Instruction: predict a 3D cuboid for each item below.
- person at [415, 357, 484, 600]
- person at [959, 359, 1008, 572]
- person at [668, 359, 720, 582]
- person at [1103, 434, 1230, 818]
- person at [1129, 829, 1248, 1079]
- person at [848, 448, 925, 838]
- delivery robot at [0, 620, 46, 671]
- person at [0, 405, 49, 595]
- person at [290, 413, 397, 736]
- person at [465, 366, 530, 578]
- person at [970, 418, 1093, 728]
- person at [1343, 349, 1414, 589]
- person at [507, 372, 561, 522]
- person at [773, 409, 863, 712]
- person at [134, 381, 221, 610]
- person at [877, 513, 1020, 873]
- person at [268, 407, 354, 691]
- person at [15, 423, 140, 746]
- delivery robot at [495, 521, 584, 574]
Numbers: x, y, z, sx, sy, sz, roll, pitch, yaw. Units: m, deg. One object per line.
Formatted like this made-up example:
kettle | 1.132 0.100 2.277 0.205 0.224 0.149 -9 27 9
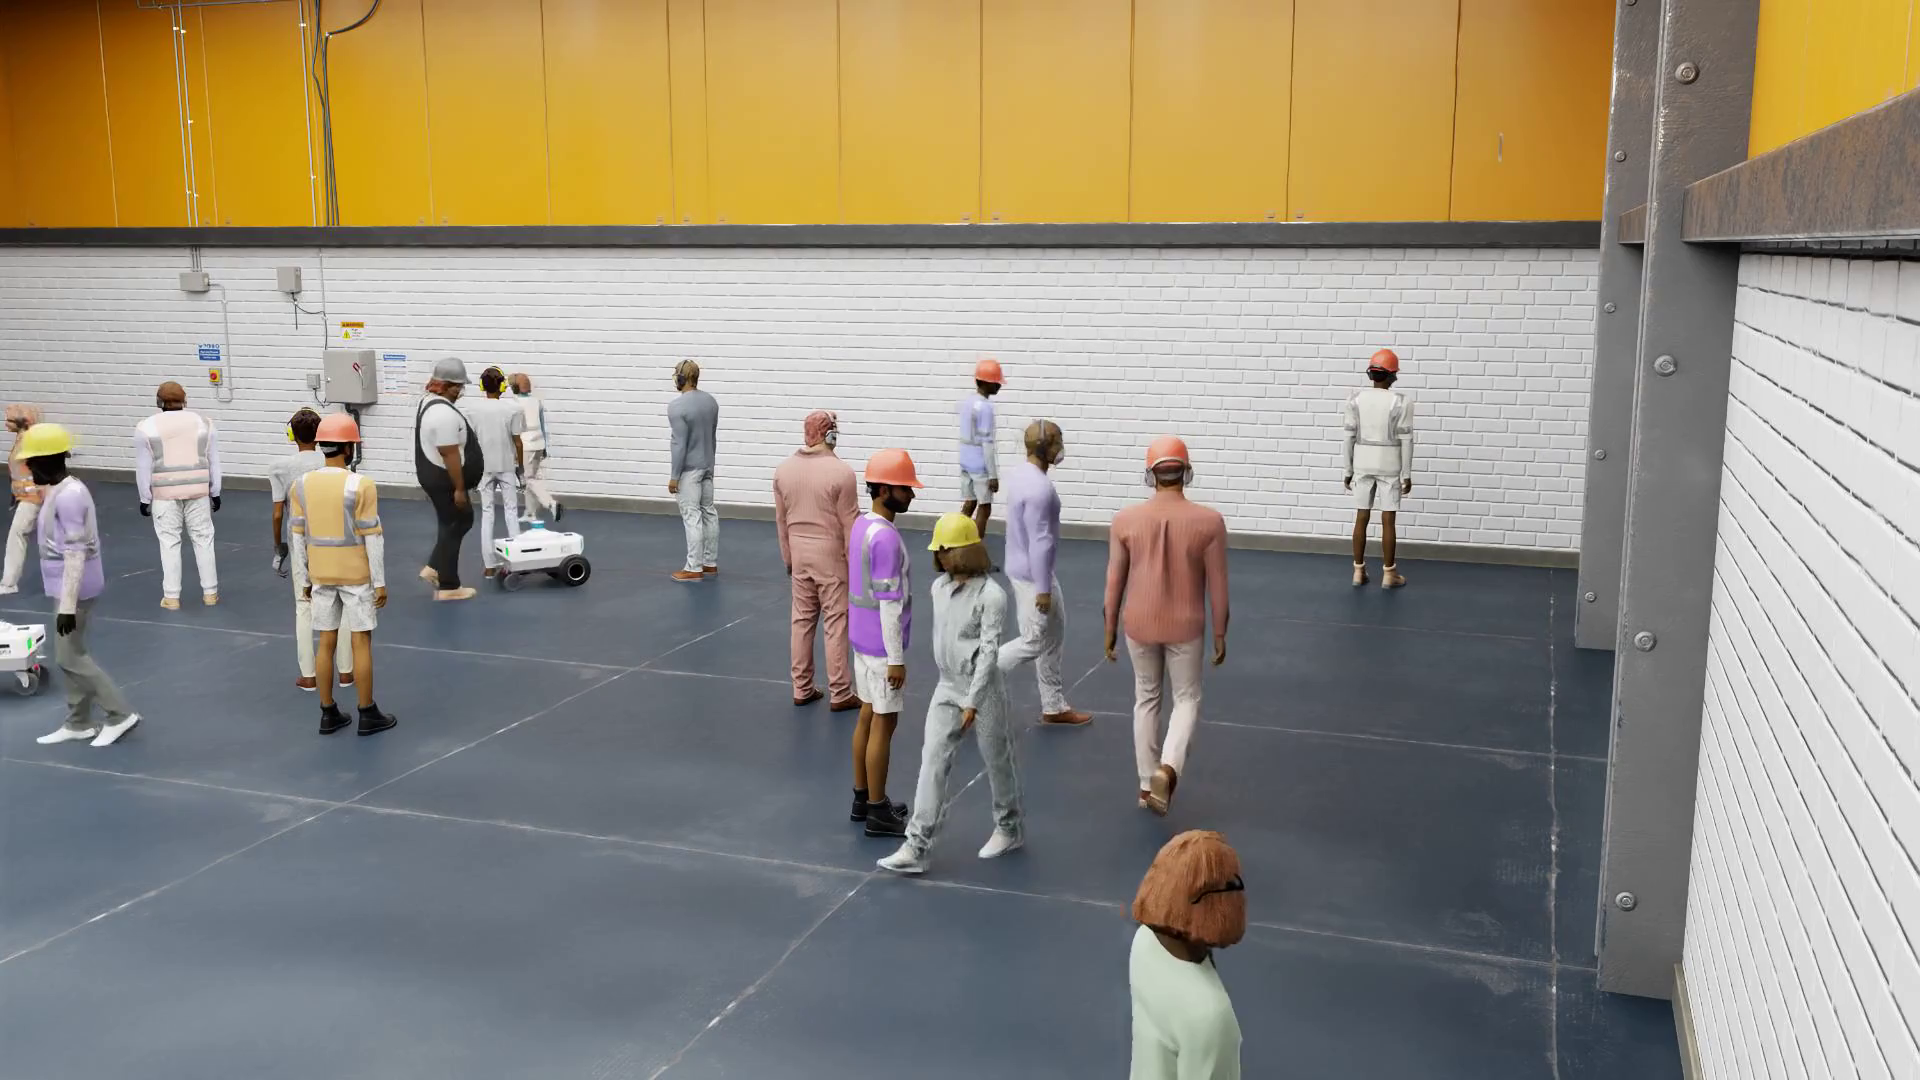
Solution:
person | -4.188 -0.509 13.689 0.543 2.000 0.699 -6 11 -28
person | 0.174 -0.655 14.918 0.453 1.908 0.590 -3 11 -17
person | -2.332 -0.600 14.487 0.377 1.940 0.628 5 11 26
person | 1.039 0.455 8.476 0.653 1.966 0.652 3 10 16
person | 0.507 1.447 3.899 0.743 1.609 0.515 -2 10 -12
person | -0.363 0.504 8.278 0.369 1.933 0.551 -3 11 -17
delivery robot | -6.374 0.693 10.836 0.707 0.478 0.477 -2 10 -14
person | -7.805 -0.355 14.069 0.855 1.598 0.508 -6 12 -30
person | -3.682 0.206 9.956 0.552 1.932 0.377 2 10 10
person | -4.077 -0.591 14.629 0.517 1.873 0.334 -1 10 -3
person | 0.372 0.218 9.955 0.809 1.913 0.638 -1 10 -3
person | 3.584 -0.608 14.236 0.607 2.045 0.390 7 12 34
person | -4.432 -0.938 17.334 0.664 1.615 0.520 5 11 28
person | -0.853 0.129 10.479 0.642 1.906 0.410 7 12 33
person | -6.297 -0.362 13.426 0.635 1.840 0.429 -7 12 -36
person | -0.005 0.721 7.739 0.491 1.692 0.876 9 13 41
person | -4.259 0.060 10.964 0.521 1.870 0.319 -5 11 -24
person | -5.146 0.274 9.671 0.503 1.915 0.599 -6 12 -31
delivery robot | -3.614 0.081 14.285 0.707 0.478 0.477 -6 12 -31
